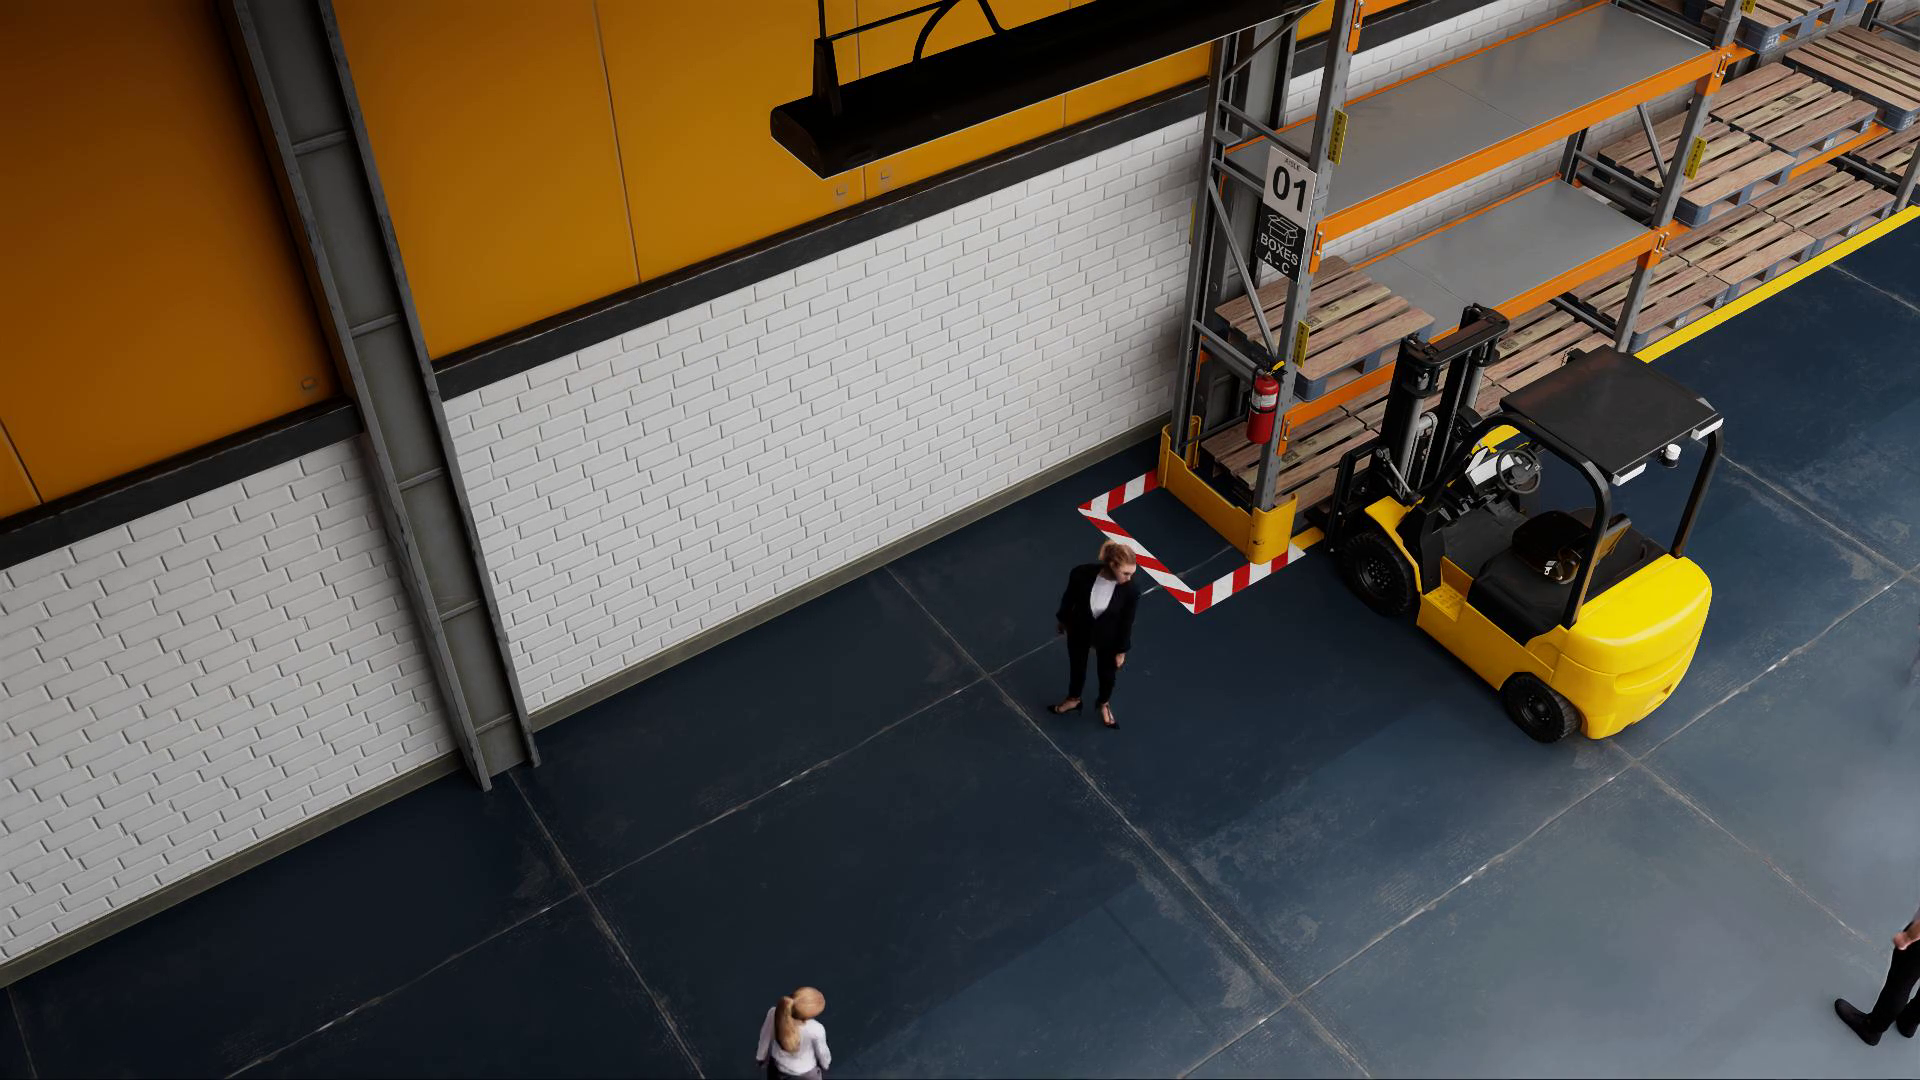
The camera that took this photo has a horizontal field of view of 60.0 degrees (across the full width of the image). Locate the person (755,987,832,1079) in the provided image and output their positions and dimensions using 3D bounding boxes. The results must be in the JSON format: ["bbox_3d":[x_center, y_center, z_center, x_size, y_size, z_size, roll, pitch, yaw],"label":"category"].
[{"bbox_3d":[-0.893,2.676,8.499,0.702,1.259,0.718,5,44,5],"label":"person"}]

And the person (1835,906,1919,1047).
[{"bbox_3d":[5.169,2.058,8.710,0.635,1.864,0.796,-9,44,-9],"label":"person"}]

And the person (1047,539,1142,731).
[{"bbox_3d":[0.794,0.570,10.405,0.769,1.679,0.780,23,48,22],"label":"person"}]
